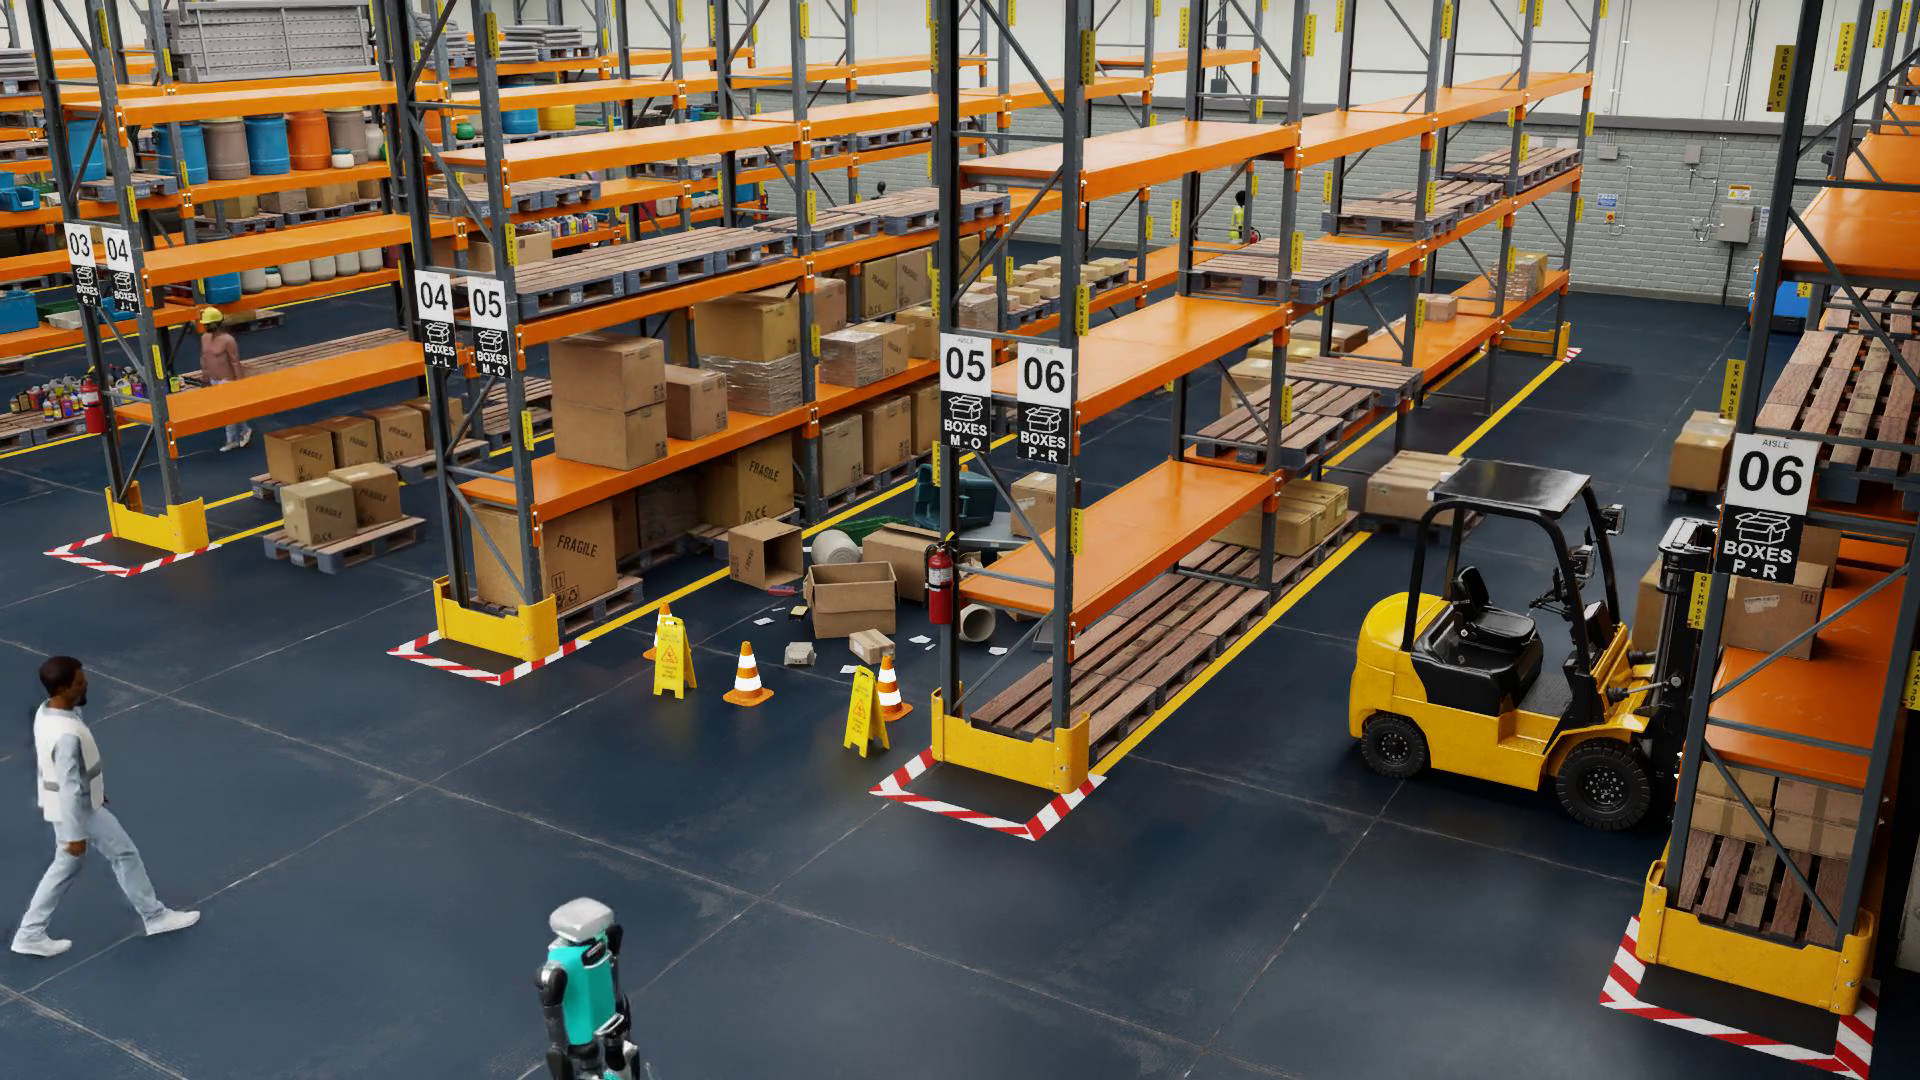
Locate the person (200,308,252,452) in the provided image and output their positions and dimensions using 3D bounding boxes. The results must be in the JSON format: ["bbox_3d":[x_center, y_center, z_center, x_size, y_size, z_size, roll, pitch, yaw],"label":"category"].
[{"bbox_3d":[-8.836,-1.903,19.845,0.531,1.754,0.368,10,22,27],"label":"person"}]

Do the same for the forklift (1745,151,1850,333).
[{"bbox_3d":[13.620,-4.667,26.137,1.873,2.768,1.129,11,22,29],"label":"forklift"}]

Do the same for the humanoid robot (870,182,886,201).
[{"bbox_3d":[-1.533,-6.090,32.116,0.599,1.630,0.747,-10,21,-26],"label":"humanoid robot"}]

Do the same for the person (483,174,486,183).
[{"bbox_3d":[-10.403,-7.746,36.665,0.329,1.800,0.536,6,20,17],"label":"person"}]

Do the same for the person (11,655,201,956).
[{"bbox_3d":[-5.148,1.545,9.700,0.979,1.869,0.595,-14,23,-35],"label":"person"}]

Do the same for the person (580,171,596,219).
[{"bbox_3d":[-7.970,-7.398,35.904,0.916,1.653,0.492,8,21,22],"label":"person"}]

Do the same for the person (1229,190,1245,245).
[{"bbox_3d":[5.102,-5.554,30.482,0.317,1.696,0.539,0,19,0],"label":"person"}]

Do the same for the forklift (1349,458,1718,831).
[{"bbox_3d":[3.988,0.658,11.776,2.313,2.155,1.214,11,22,29],"label":"forklift"}]

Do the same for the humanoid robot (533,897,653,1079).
[{"bbox_3d":[-1.404,2.475,7.272,0.848,1.797,0.561,10,22,27],"label":"humanoid robot"}]
